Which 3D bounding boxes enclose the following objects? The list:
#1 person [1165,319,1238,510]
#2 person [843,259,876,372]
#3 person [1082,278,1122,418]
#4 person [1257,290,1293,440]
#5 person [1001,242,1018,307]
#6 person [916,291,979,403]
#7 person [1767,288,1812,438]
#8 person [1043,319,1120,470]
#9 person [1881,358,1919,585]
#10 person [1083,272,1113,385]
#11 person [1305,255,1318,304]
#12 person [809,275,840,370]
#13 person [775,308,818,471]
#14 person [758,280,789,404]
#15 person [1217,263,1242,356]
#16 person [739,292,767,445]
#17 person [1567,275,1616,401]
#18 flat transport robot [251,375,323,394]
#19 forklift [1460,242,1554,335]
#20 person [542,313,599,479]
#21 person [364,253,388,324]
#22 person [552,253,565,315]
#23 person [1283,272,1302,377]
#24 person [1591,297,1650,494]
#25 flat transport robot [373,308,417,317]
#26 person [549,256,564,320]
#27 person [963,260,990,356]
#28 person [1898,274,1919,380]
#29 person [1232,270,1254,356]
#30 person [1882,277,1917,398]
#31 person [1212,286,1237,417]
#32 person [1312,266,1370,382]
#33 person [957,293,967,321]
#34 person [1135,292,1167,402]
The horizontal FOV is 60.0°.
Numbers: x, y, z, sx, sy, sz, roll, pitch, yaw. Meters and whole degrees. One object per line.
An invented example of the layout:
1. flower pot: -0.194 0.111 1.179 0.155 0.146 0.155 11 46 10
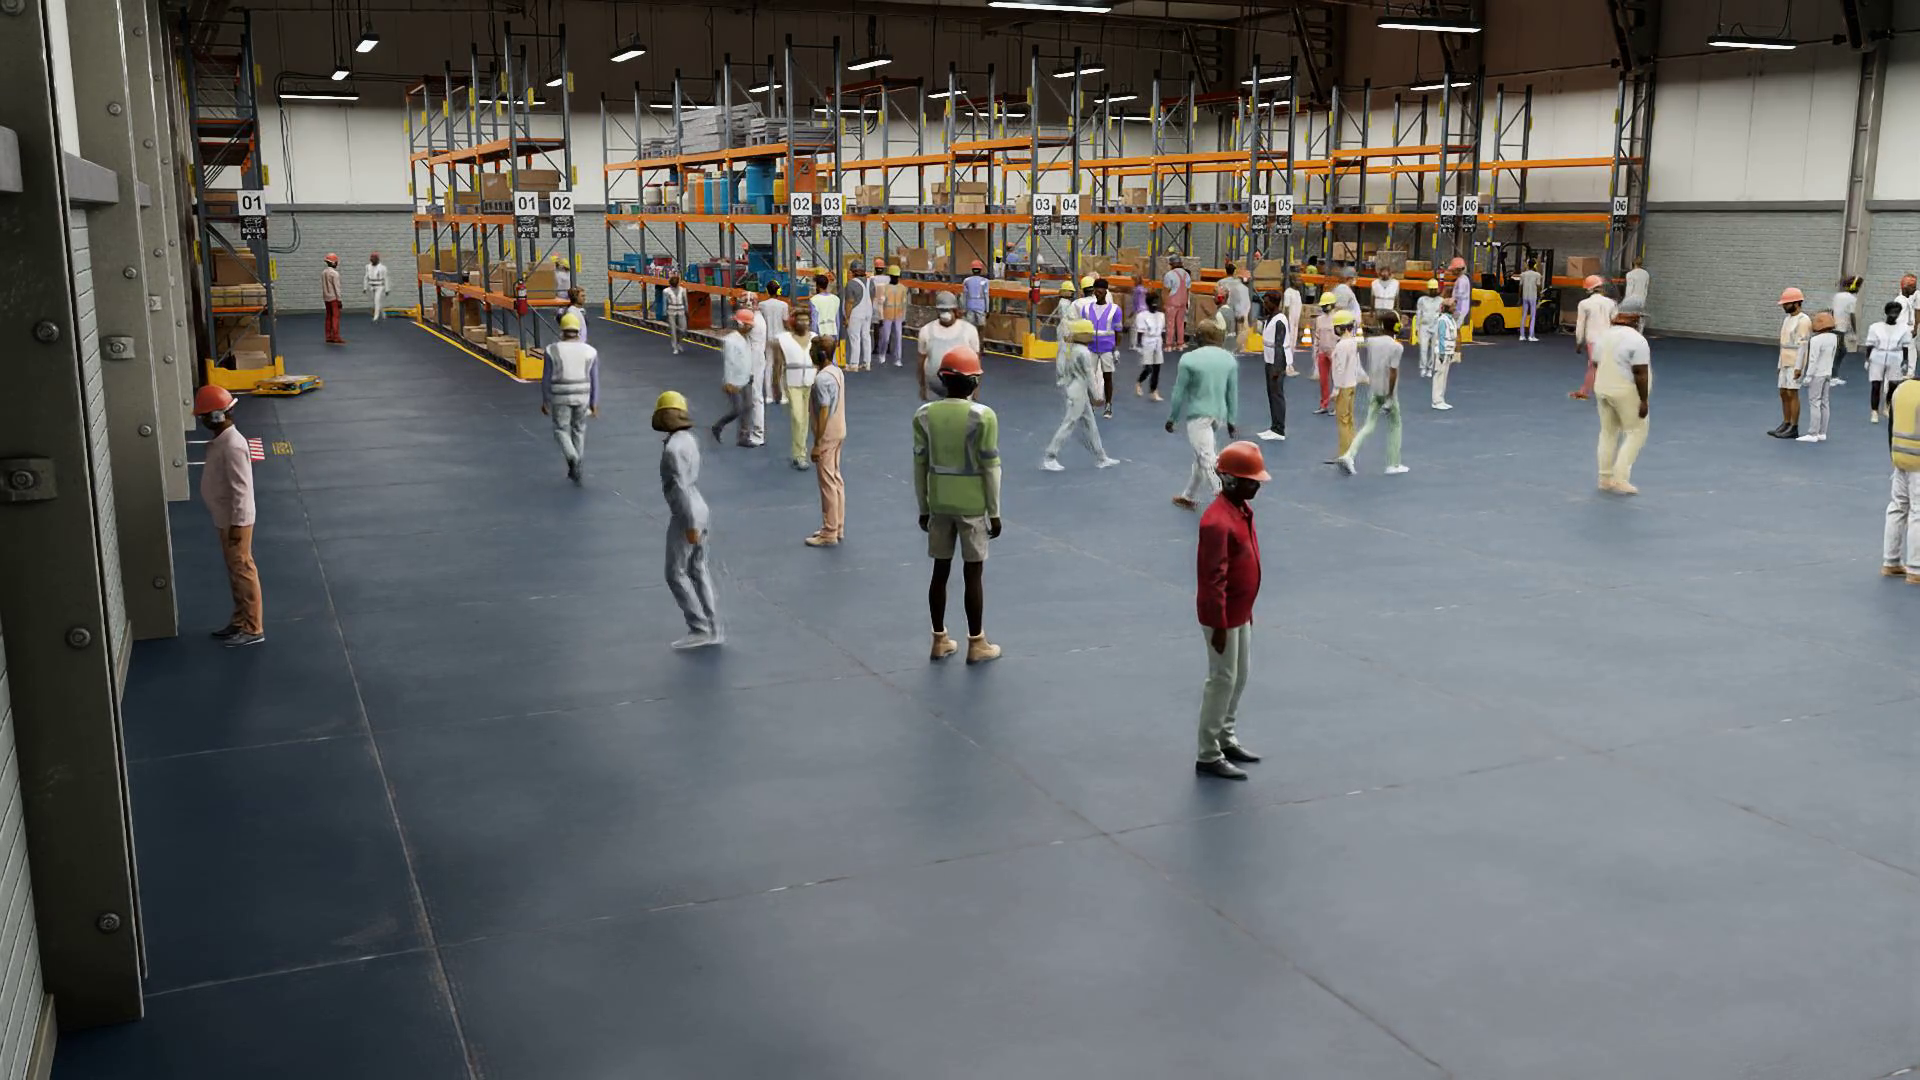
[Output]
1. person: 2.328 -1.151 15.798 0.633 1.891 1.017 -7 13 -32
2. person: -1.894 -4.097 30.353 0.538 2.000 0.684 9 14 39
3. person: 1.976 -2.709 23.489 0.603 1.966 0.368 4 12 19
4. person: 4.028 -2.232 21.224 0.396 1.910 0.584 -1 11 -3
5. person: 1.395 -7.849 49.481 0.607 2.023 0.607 -5 12 -26
6. person: -0.150 -1.745 18.399 0.694 2.000 0.543 1 11 5
7. person: 10.652 -2.268 21.355 0.385 1.925 0.553 0 11 1
8. person: 1.344 -1.626 18.676 0.922 1.694 0.497 -2 11 -8
9. person: 7.502 -0.576 12.974 0.430 1.840 0.624 -1 11 -4
10. person: 2.270 -3.558 27.992 0.397 1.896 0.668 -8 14 -37
11. person: 9.810 -7.085 46.413 0.321 1.697 0.535 -2 11 -12
12. person: -2.107 -3.174 25.974 0.373 1.917 0.595 10 15 41
13. person: -1.732 -1.683 18.635 0.586 1.814 0.767 -7 13 -31
14. person: -2.809 -3.000 25.212 0.520 1.873 0.328 2 11 12
15. person: 5.450 -4.662 33.658 0.520 1.873 0.328 2 11 10
16. person: -2.606 -2.129 20.694 0.409 1.907 0.648 -1 11 -4
17. person: 9.662 -3.024 25.185 0.618 1.948 0.959 -4 12 -20
18. flat transport robot: -10.834 -2.511 26.803 0.652 0.197 1.431 -1 11 -3
19. forklift: 13.047 -6.049 39.881 2.313 2.155 1.214 -5 12 -23
20. person: -4.172 -1.528 17.876 0.605 1.811 0.665 -6 13 -28
21. person: -15.262 -6.598 43.588 0.574 1.846 0.942 3 11 14
22. person: -11.439 -7.273 47.224 0.563 1.752 0.341 -10 15 -40
23. person: 5.860 -3.806 29.372 0.326 1.843 0.515 7 13 31
24. person: 6.873 -1.517 17.241 0.595 2.000 0.758 -5 12 -23
25. flat transport robot: -15.543 -6.338 46.253 1.431 0.197 0.652 5 12 25
26. person: -10.906 -6.783 44.827 0.509 1.713 0.614 0 11 -1
27. person: 0.333 -4.681 33.622 0.550 1.930 0.389 3 12 17
28. person: 16.398 -3.687 28.805 0.351 1.837 0.502 -3 11 -13
29. person: 5.687 -4.558 33.535 0.473 1.721 0.597 2 11 8
30. person: 14.629 -3.139 25.884 0.342 1.881 0.579 5 12 25
31. person: 3.729 -2.669 23.591 0.374 1.843 0.573 4 12 21
32. person: 6.553 -3.730 28.489 1.037 2.000 0.683 0 11 2
33. person: 0.054 -6.215 42.149 0.314 1.636 0.517 4 12 20
34. person: 2.914 -2.939 25.361 0.592 1.679 0.416 -7 13 -32
